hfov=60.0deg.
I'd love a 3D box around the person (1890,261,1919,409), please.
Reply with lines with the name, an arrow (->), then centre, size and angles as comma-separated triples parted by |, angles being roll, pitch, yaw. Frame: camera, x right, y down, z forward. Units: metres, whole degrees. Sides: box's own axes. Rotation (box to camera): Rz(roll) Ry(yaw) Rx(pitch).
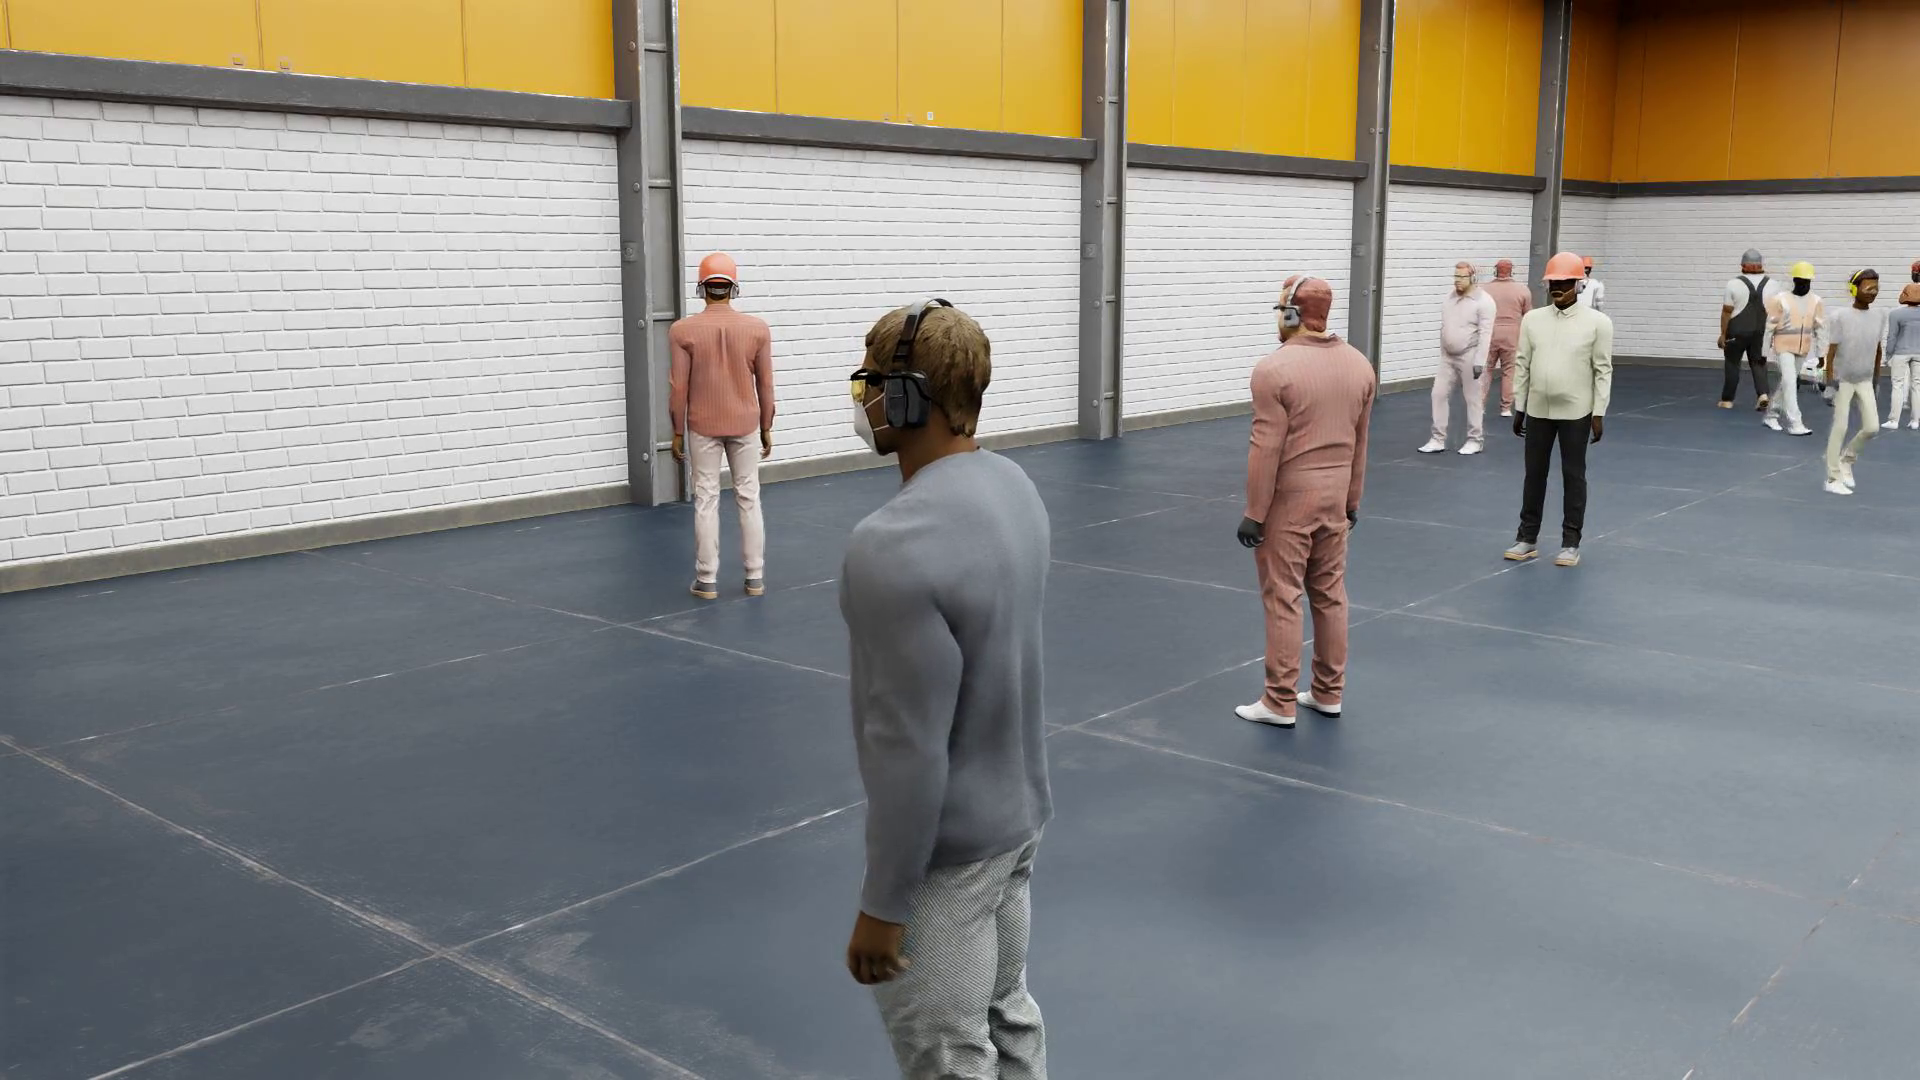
person -> 11.985, -2.549, 20.774 | 0.594, 1.870, 0.689 | 0, 10, 0

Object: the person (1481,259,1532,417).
person -> 6.493, -2.409, 19.923 | 0.677, 1.900, 0.438 | 4, 11, 21

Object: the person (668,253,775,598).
person -> -1.382, -0.656, 9.654 | 0.627, 1.993, 0.402 | -3, 11, -18

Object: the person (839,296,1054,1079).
person -> -0.032, 0.542, 2.984 | 0.379, 1.940, 0.629 | 4, 11, 21

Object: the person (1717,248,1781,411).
person -> 9.872, -2.647, 20.853 | 0.686, 2.000, 0.653 | 1, 10, 6

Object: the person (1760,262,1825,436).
person -> 9.105, -2.092, 18.177 | 0.614, 1.875, 1.008 | -1, 10, -8

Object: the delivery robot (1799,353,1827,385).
delivery robot -> 11.978, -2.368, 23.223 | 0.477, 0.478, 0.707 | 1, 10, 3

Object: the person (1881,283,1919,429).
person -> 10.626, -2.058, 18.647 | 0.499, 1.636, 0.286 | 1, 10, 4

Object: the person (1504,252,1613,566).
person -> 3.830, -0.832, 10.646 | 0.613, 1.995, 0.391 | 9, 13, 41

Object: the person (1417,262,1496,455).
person -> 4.822, -1.752, 16.184 | 0.796, 1.878, 0.669 | -6, 12, -33

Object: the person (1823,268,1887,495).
person -> 7.338, -1.292, 13.665 | 0.508, 1.858, 0.420 | 0, 10, -2

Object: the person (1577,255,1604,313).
person -> 9.058, -3.180, 24.224 | 0.559, 1.923, 0.599 | 3, 10, 16

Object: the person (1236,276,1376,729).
person -> 1.436, -0.159, 7.068 | 0.654, 1.905, 0.408 | -6, 12, -32
